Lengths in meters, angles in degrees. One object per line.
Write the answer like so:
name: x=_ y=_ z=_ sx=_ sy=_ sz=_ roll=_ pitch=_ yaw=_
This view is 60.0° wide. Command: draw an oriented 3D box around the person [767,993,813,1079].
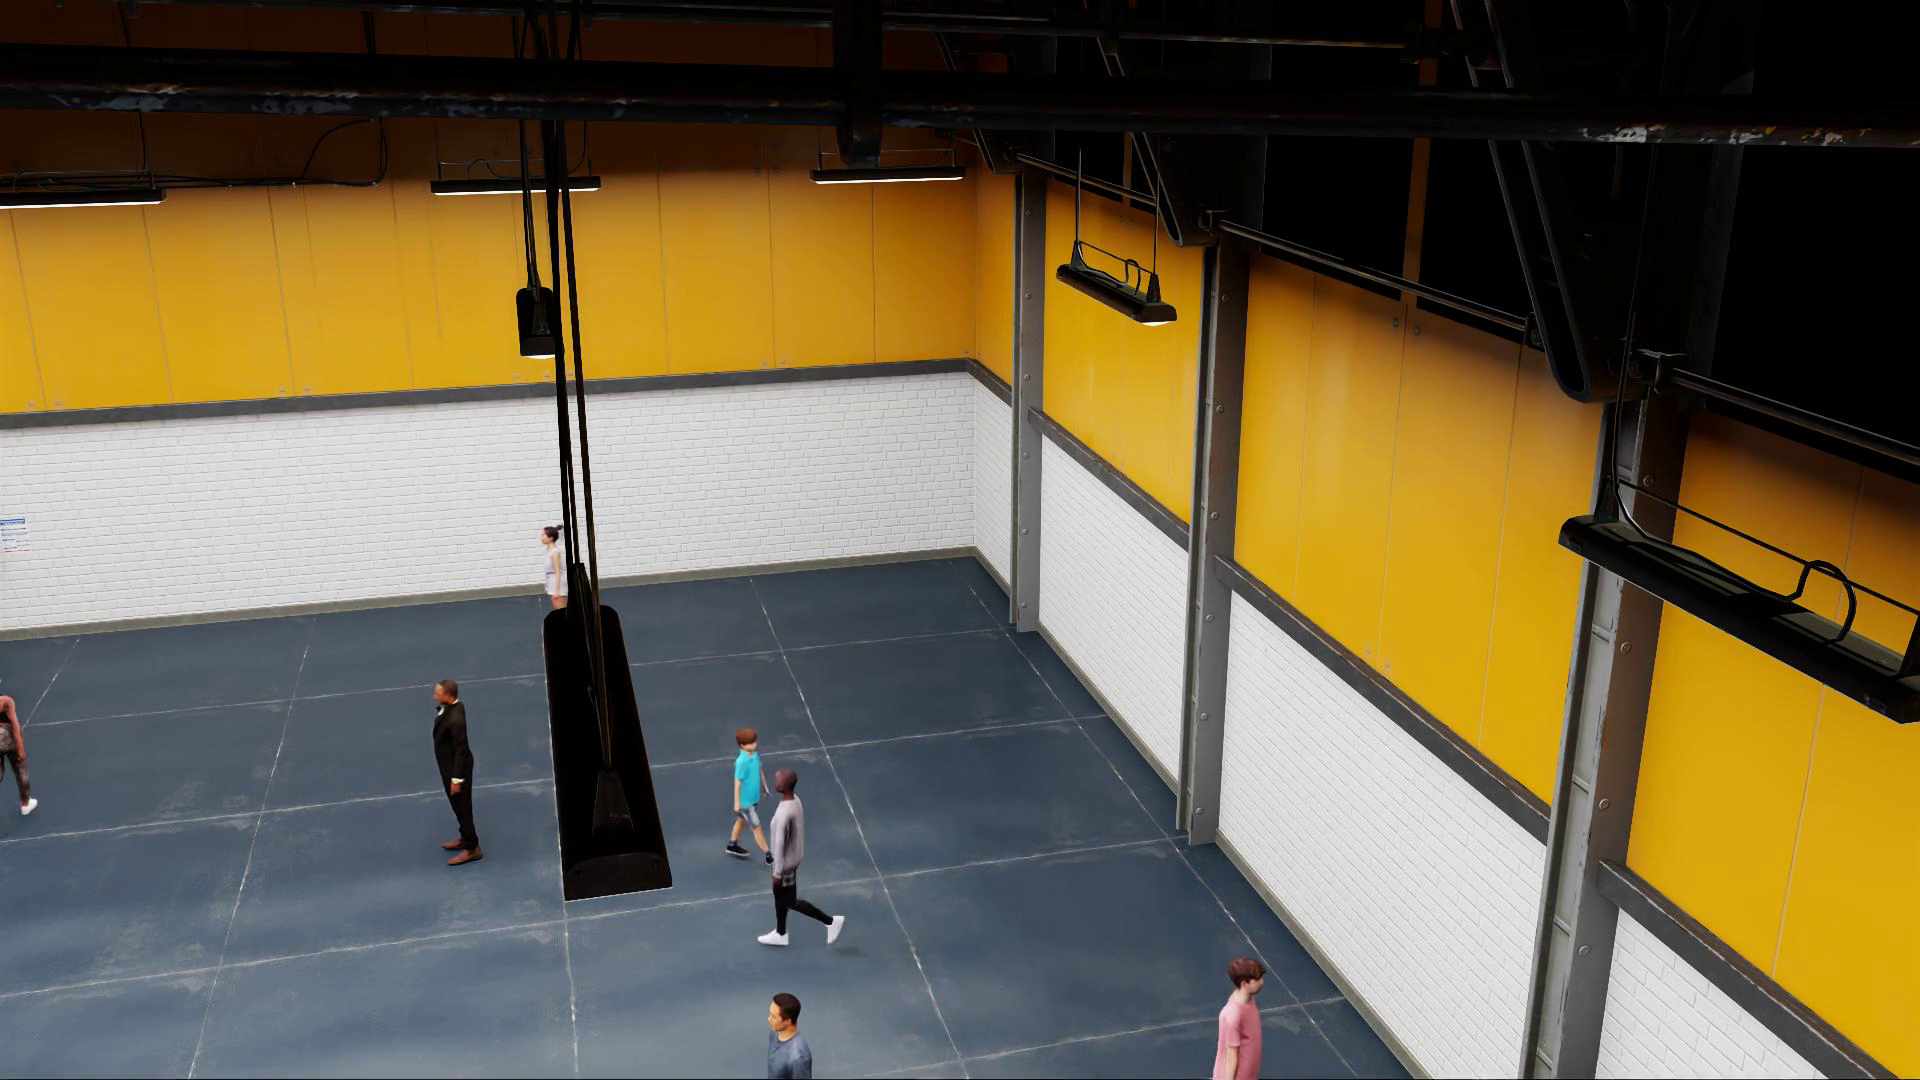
person: x=-1.158 y=3.922 z=11.482 sx=0.760 sy=1.809 sz=0.543 roll=-9 pitch=21 yaw=-25

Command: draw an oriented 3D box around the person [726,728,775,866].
person: x=-2.139 y=2.504 z=16.315 sx=0.911 sy=1.412 sz=0.945 roll=6 pitch=20 yaw=17

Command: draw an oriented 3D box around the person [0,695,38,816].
person: x=-9.814 y=2.149 z=16.954 sx=0.710 sy=1.677 sz=1.106 roll=-1 pitch=19 yaw=-4

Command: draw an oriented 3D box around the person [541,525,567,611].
person: x=-5.284 y=0.573 z=21.730 sx=0.663 sy=1.615 sz=0.500 roll=-9 pitch=21 yaw=-25

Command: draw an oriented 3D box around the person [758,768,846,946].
person: x=-1.436 y=2.854 z=14.737 sx=0.877 sy=1.756 sz=1.044 roll=1 pitch=19 yaw=3

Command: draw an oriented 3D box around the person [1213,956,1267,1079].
person: x=1.843 y=3.781 z=11.702 sx=1.028 sy=1.936 sz=1.068 roll=6 pitch=20 yaw=17

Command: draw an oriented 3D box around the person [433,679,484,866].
person: x=-4.939 y=2.242 z=16.320 sx=0.767 sy=1.905 sz=0.576 roll=-7 pitch=20 yaw=-20
